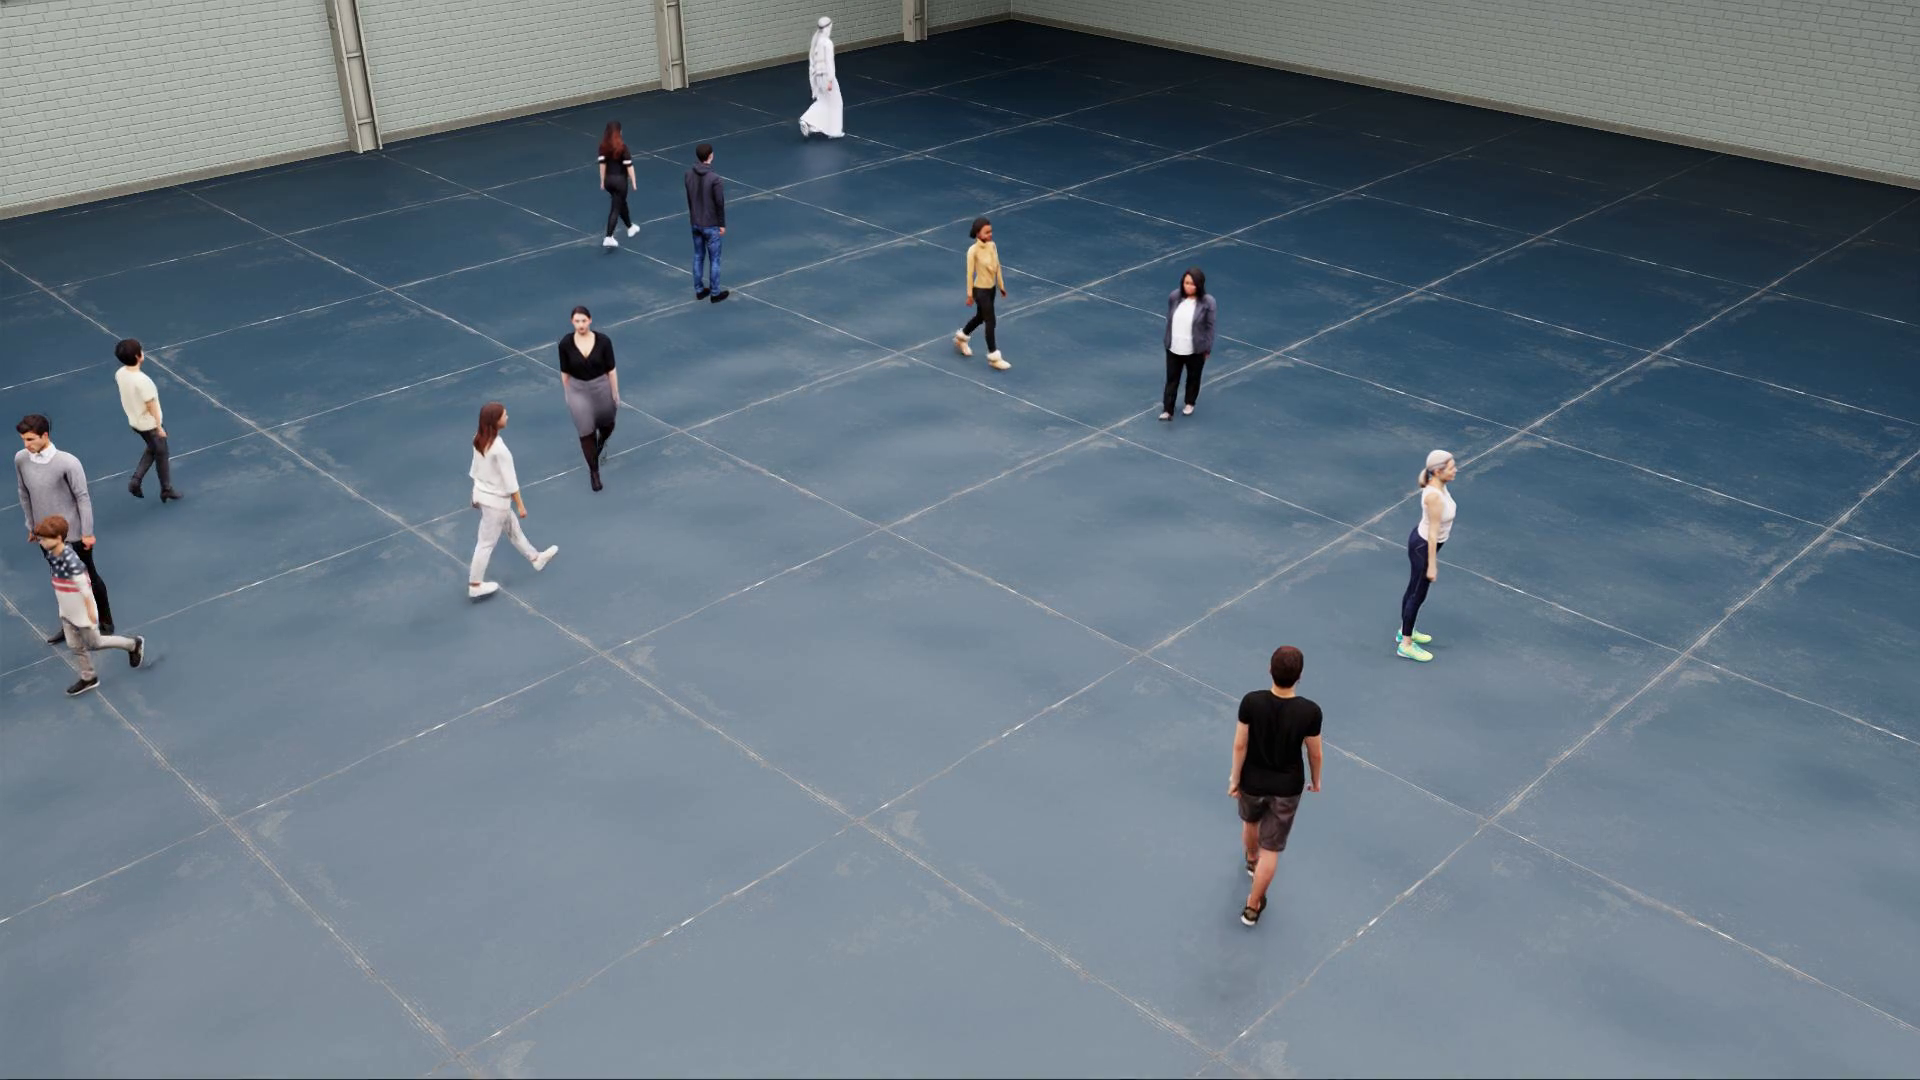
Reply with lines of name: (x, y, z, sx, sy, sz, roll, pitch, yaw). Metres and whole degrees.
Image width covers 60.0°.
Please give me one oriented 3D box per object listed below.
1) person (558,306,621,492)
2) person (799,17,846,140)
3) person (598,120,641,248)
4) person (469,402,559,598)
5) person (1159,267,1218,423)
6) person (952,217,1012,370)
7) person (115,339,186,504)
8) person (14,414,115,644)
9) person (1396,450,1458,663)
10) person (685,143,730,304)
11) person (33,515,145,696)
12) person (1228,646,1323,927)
person: (-3.417, -1.362, 15.418, 1.117, 1.730, 1.066, -6, 29, -12)
person: (-2.224, -7.297, 26.377, 1.015, 1.906, 0.725, -21, 35, -34)
person: (-4.499, -4.594, 21.633, 0.915, 1.593, 1.200, 11, 30, 20)
person: (-3.851, -0.286, 13.498, 1.087, 1.637, 0.660, -23, 36, -36)
person: (2.318, -1.983, 16.753, 0.903, 1.571, 1.062, 11, 30, 20)
person: (0.202, -2.709, 18.046, 0.759, 1.637, 1.055, 18, 33, 31)
person: (-7.363, -1.019, 14.938, 0.649, 1.576, 0.738, 18, 33, 30)
person: (-6.929, -0.102, 12.849, 0.840, 1.921, 0.840, 6, 29, 11)
person: (3.553, 0.089, 12.724, 0.744, 1.702, 0.637, 7, 29, 13)
person: (-3.030, -3.767, 19.766, 0.730, 1.888, 0.693, 13, 31, 23)
person: (-6.491, 0.451, 12.342, 0.588, 1.422, 0.859, 19, 34, 32)
person: (1.836, 1.507, 9.922, 0.966, 1.833, 1.134, 9, 29, 16)
